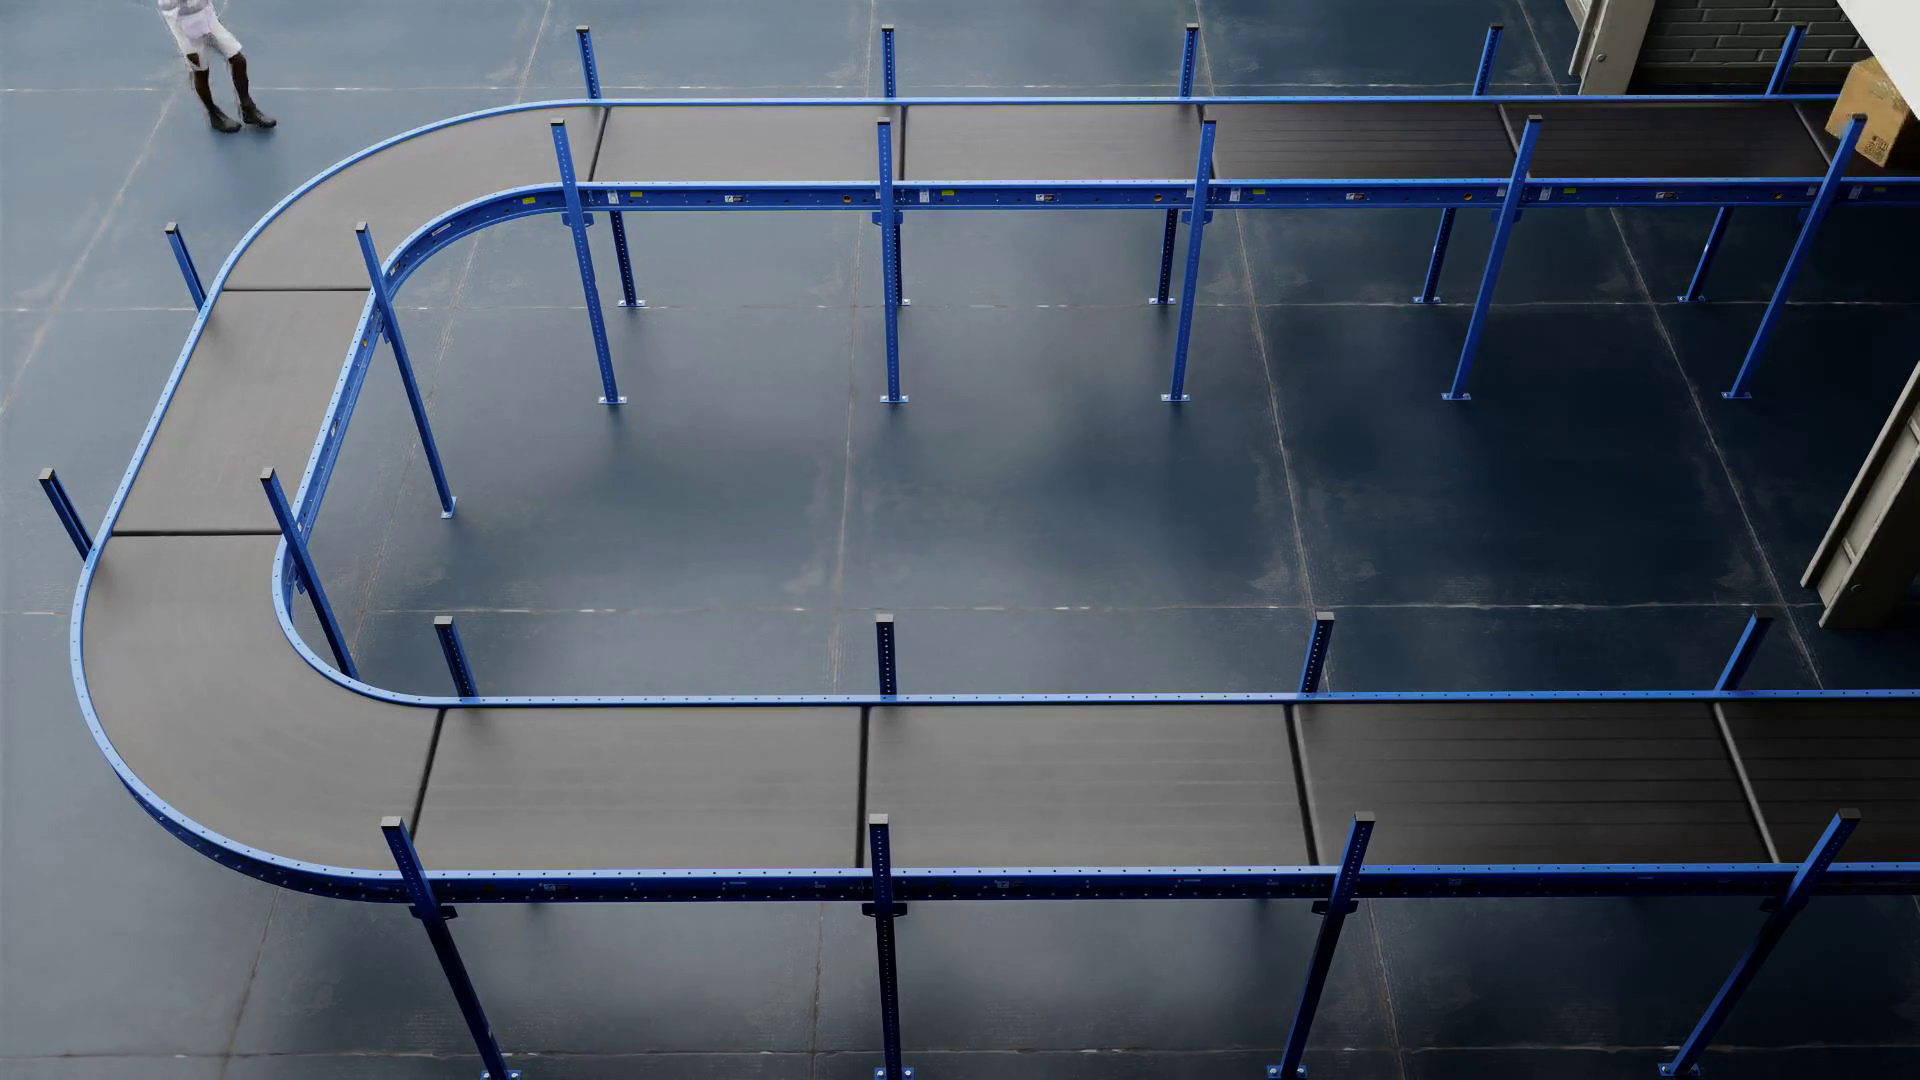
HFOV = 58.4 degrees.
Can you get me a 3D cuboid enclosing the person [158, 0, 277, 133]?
[{"bbox_3d":[-6.040,-4.096,13.792,0.727,1.910,0.569,15,49,14],"label":"person"}]
